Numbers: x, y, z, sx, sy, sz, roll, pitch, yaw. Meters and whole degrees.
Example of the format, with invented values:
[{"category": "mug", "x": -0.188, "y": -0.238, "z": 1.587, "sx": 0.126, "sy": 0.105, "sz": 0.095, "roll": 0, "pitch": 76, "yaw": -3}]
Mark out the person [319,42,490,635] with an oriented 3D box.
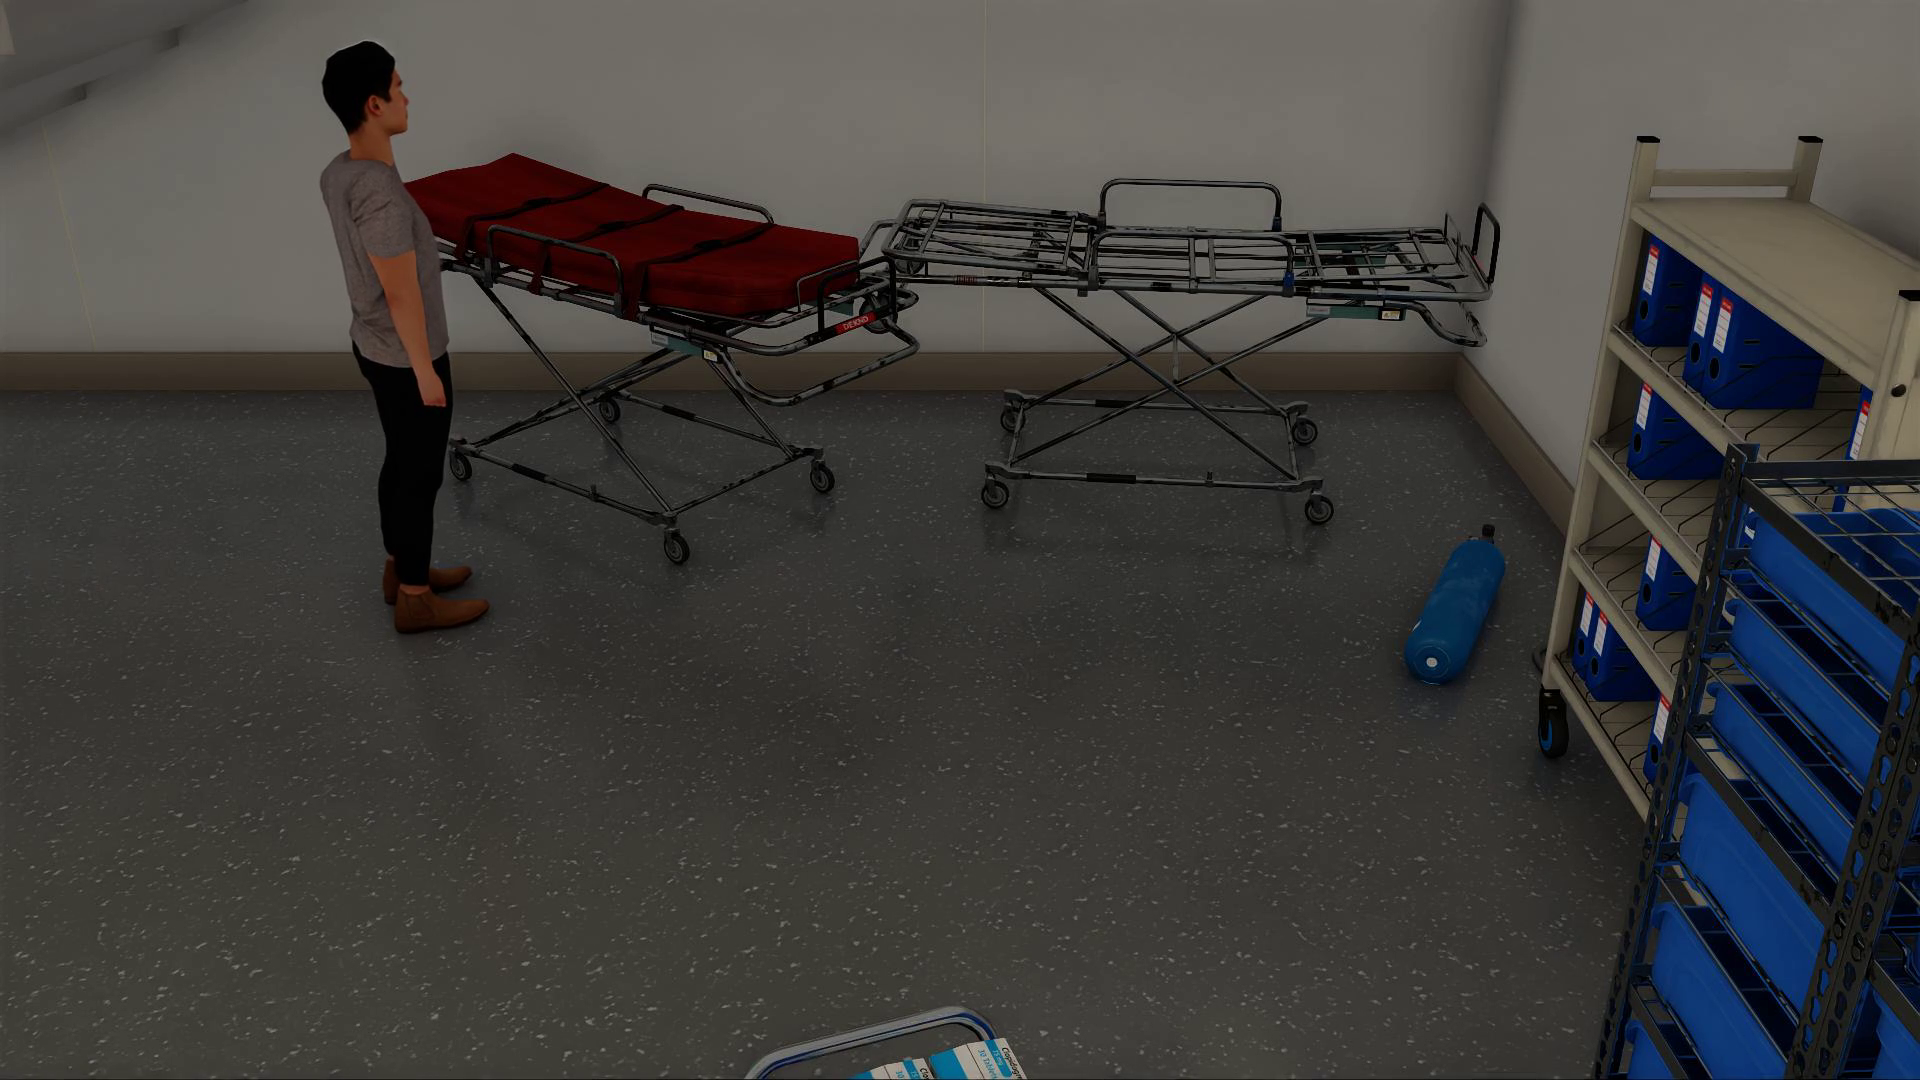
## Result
[{"category": "person", "x": -1.651, "y": -0.568, "z": 4.874, "sx": 0.675, "sy": 1.716, "sz": 0.673, "roll": -13, "pitch": 29, "yaw": -25}]
